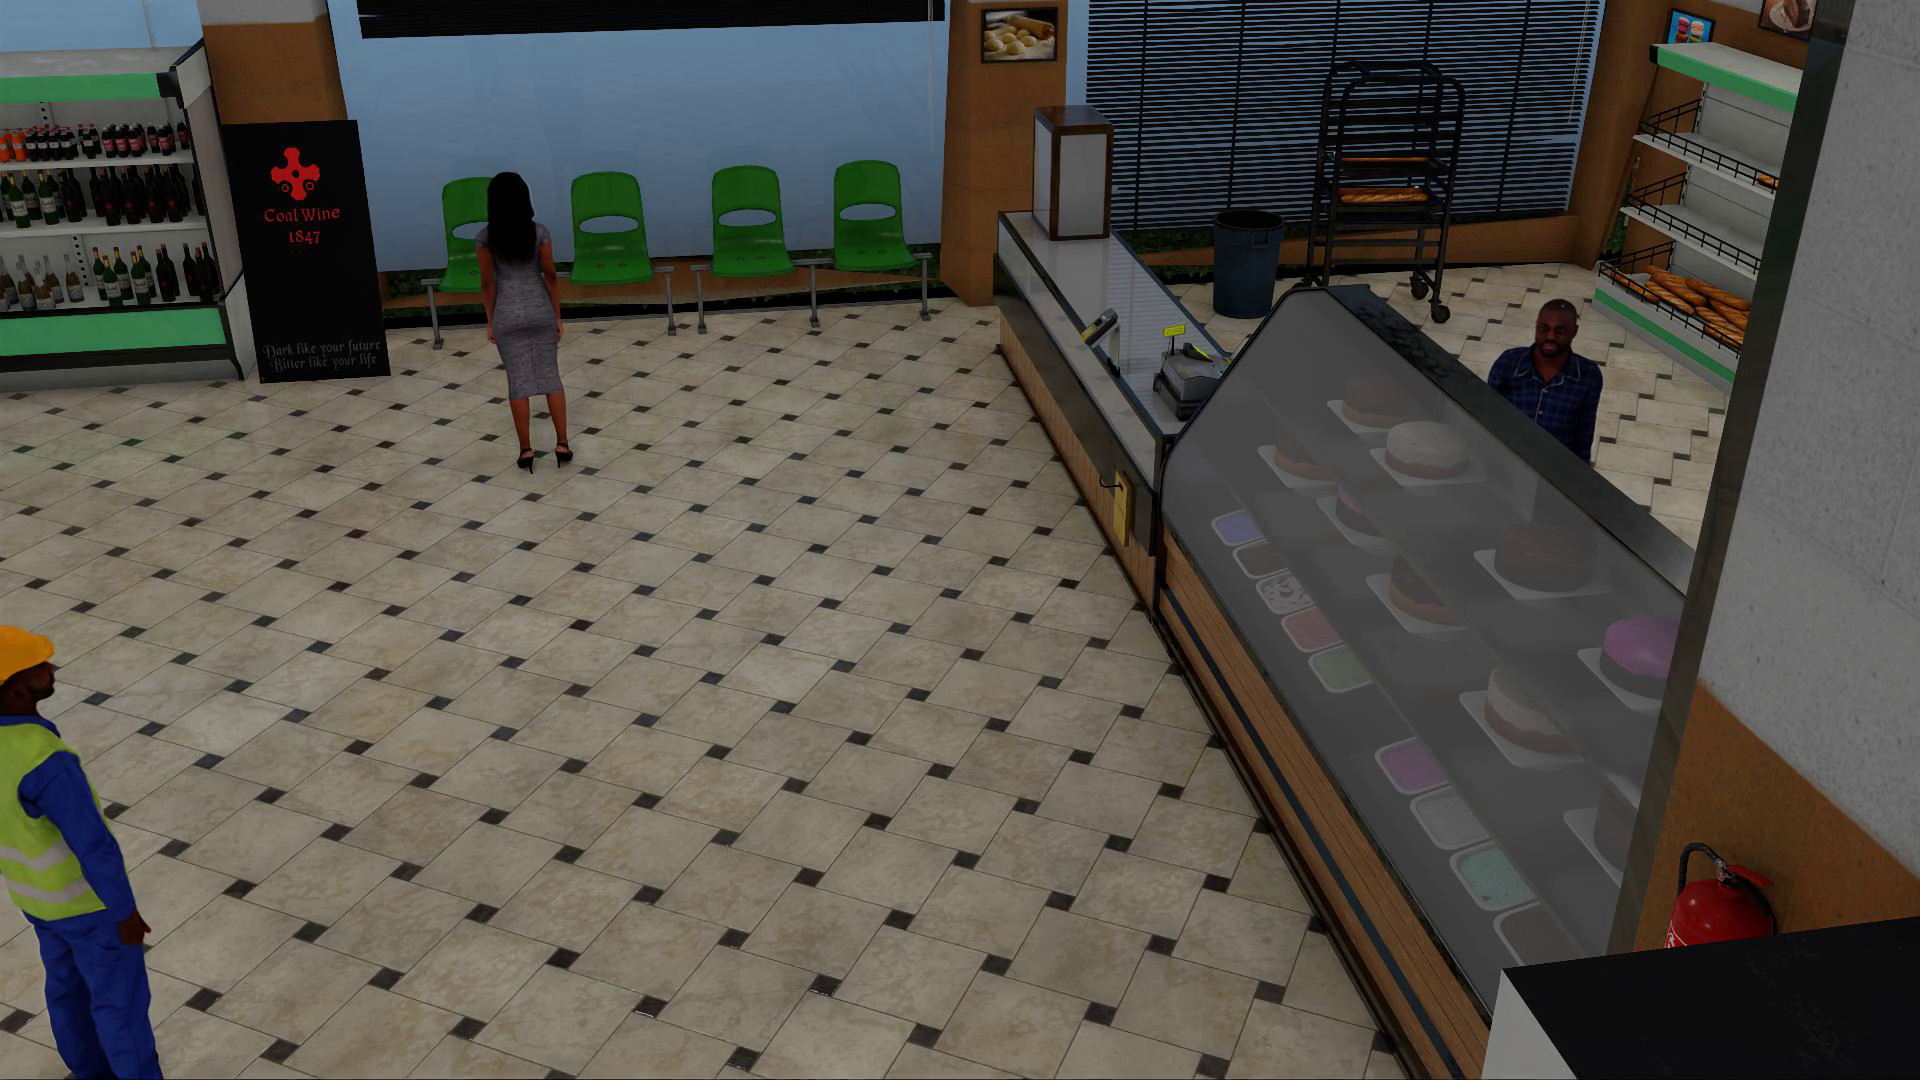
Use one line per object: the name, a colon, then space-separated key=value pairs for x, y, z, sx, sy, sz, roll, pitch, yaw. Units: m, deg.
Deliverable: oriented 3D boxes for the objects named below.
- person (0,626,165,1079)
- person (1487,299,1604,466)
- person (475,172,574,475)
person: x=-2.712 y=1.052 z=5.067 sx=0.742 sy=1.813 sz=0.813 roll=16 pitch=31 yaw=29
person: x=2.583 y=-0.231 z=7.584 sx=0.725 sy=1.824 sz=0.833 roll=10 pitch=29 yaw=19
person: x=-2.523 y=-1.249 z=9.640 sx=0.514 sy=1.781 sz=0.679 roll=-9 pitch=28 yaw=-16
